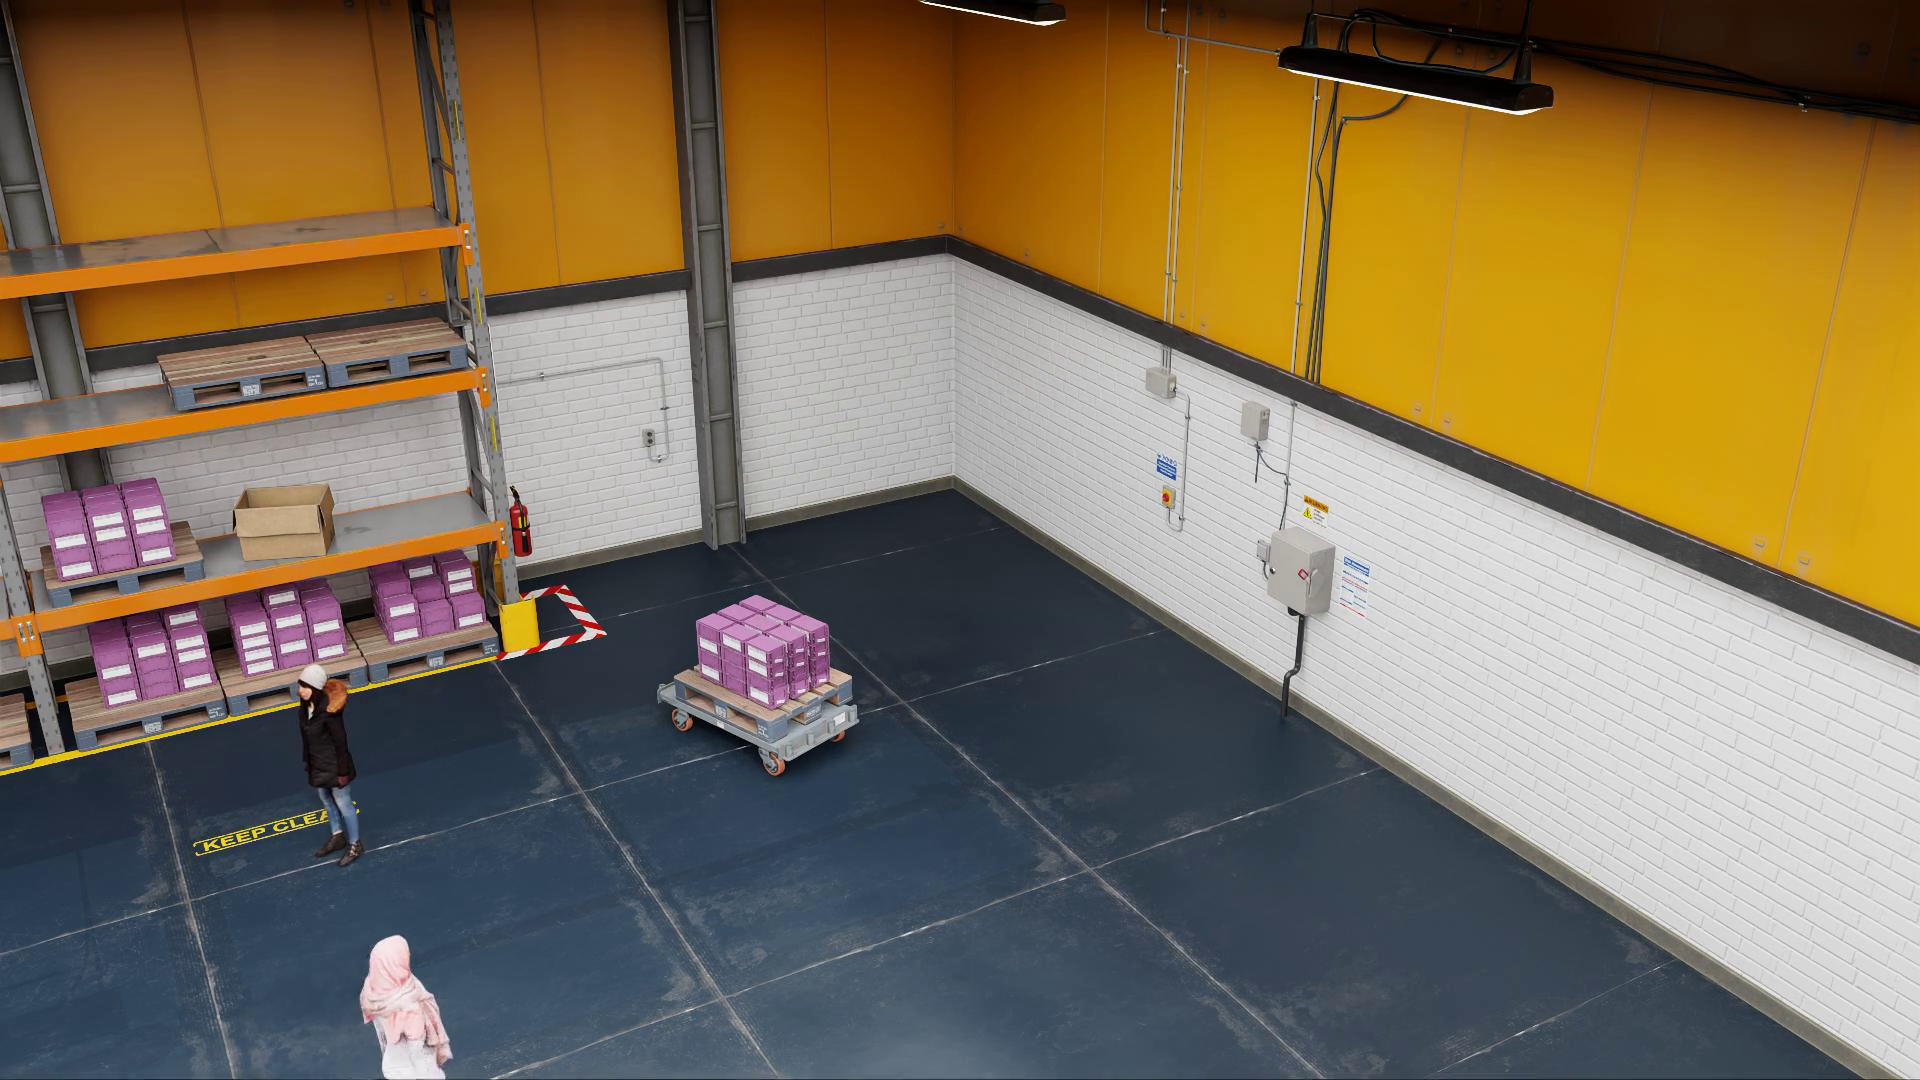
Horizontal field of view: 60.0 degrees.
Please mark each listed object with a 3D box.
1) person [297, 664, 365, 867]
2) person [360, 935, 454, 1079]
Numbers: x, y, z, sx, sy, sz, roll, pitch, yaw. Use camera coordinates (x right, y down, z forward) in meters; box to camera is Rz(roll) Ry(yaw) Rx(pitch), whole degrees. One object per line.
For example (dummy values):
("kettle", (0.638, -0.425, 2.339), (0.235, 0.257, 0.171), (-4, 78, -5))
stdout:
("person", (-4.750, 1.672, 12.525), (0.731, 1.634, 0.755), (14, 27, 28))
("person", (-3.127, 3.020, 9.258), (0.879, 1.781, 1.123), (18, 29, 35))
